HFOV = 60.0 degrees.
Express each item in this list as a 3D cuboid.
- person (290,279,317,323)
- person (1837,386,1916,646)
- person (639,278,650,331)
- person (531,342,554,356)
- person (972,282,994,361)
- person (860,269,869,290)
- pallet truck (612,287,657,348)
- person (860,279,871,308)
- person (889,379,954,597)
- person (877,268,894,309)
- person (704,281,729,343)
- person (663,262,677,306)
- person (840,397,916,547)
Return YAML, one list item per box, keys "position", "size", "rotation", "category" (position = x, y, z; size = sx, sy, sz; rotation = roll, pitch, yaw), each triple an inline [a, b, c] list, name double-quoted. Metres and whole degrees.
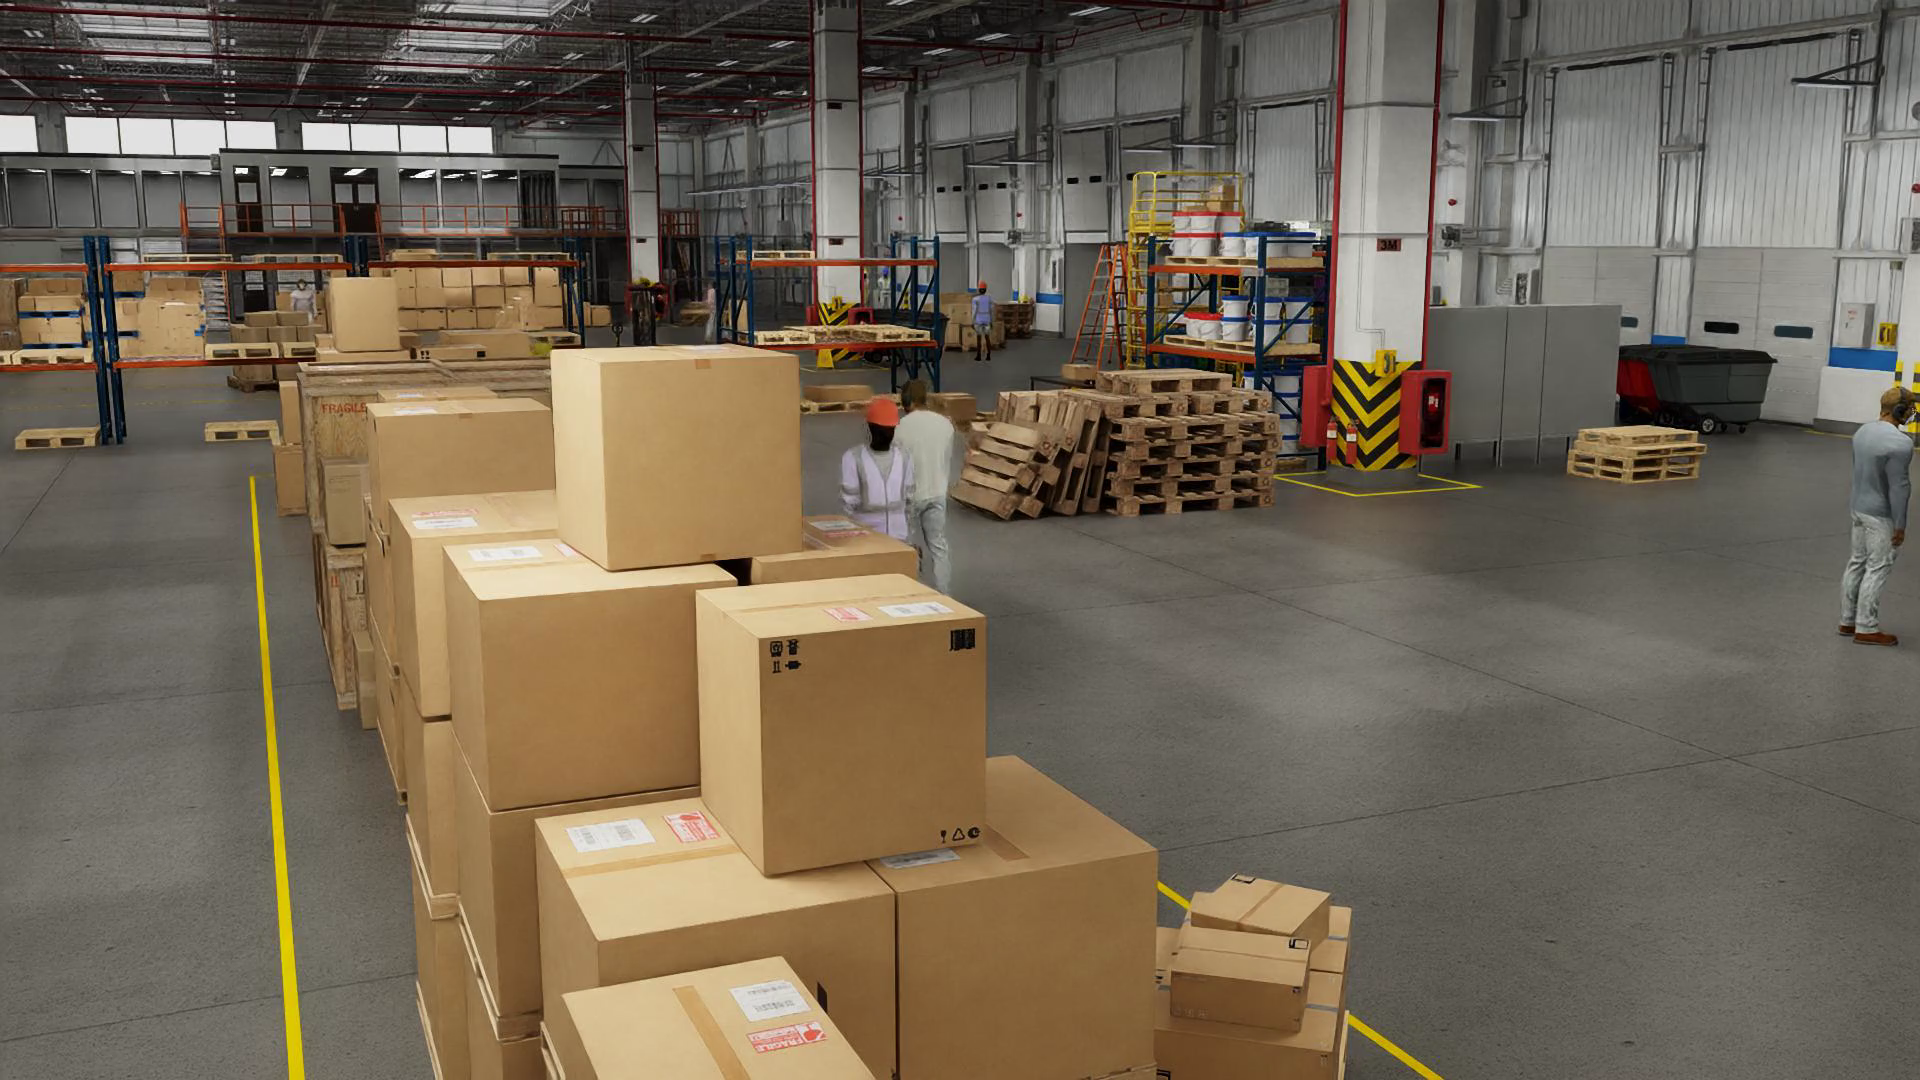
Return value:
- position: [-17.599, -6.042, 44.622]
  size: [0.661, 1.919, 0.623]
  rotation: [-5, 11, -24]
  category: "person"
- position: [6.792, -0.175, 12.289]
  size: [0.381, 1.928, 0.635]
  rotation: [0, 10, -1]
  category: "person"
- position: [-10.140, -7.618, 53.830]
  size: [0.362, 1.729, 0.493]
  rotation: [-6, 12, -29]
  category: "person"
- position: [-4.529, -1.219, 18.189]
  size: [0.964, 1.878, 0.599]
  rotation: [-5, 11, -24]
  category: "person"
- position: [0.547, -5.372, 40.891]
  size: [0.552, 1.935, 0.367]
  rotation: [-3, 11, -16]
  category: "person"
- position: [-3.452, -8.744, 59.505]
  size: [0.585, 1.928, 0.368]
  rotation: [-10, 14, -43]
  category: "person"
- position: [-6.464, -4.406, 35.401]
  size: [0.823, 1.965, 1.885]
  rotation: [6, 12, 32]
  category: "pallet truck"
- position: [-2.865, -6.560, 47.708]
  size: [0.626, 1.844, 0.429]
  rotation: [-2, 11, -12]
  category: "person"
- position: [-0.365, -0.329, 13.197]
  size: [0.645, 1.894, 0.952]
  rotation: [-6, 12, -31]
  category: "person"
- position: [-2.641, -8.696, 59.225]
  size: [0.600, 1.940, 0.407]
  rotation: [-2, 10, -10]
  category: "person"
- position: [-6.994, -6.545, 47.766]
  size: [0.644, 1.795, 0.953]
  rotation: [10, 14, 43]
  category: "person"
- position: [-12.934, -11.433, 74.176]
  size: [0.612, 1.986, 0.407]
  rotation: [-1, 10, -3]
  category: "person"
- position: [-0.574, -0.045, 11.567]
  size: [0.558, 1.925, 0.629]
  rotation: [-4, 11, -23]
  category: "person"
